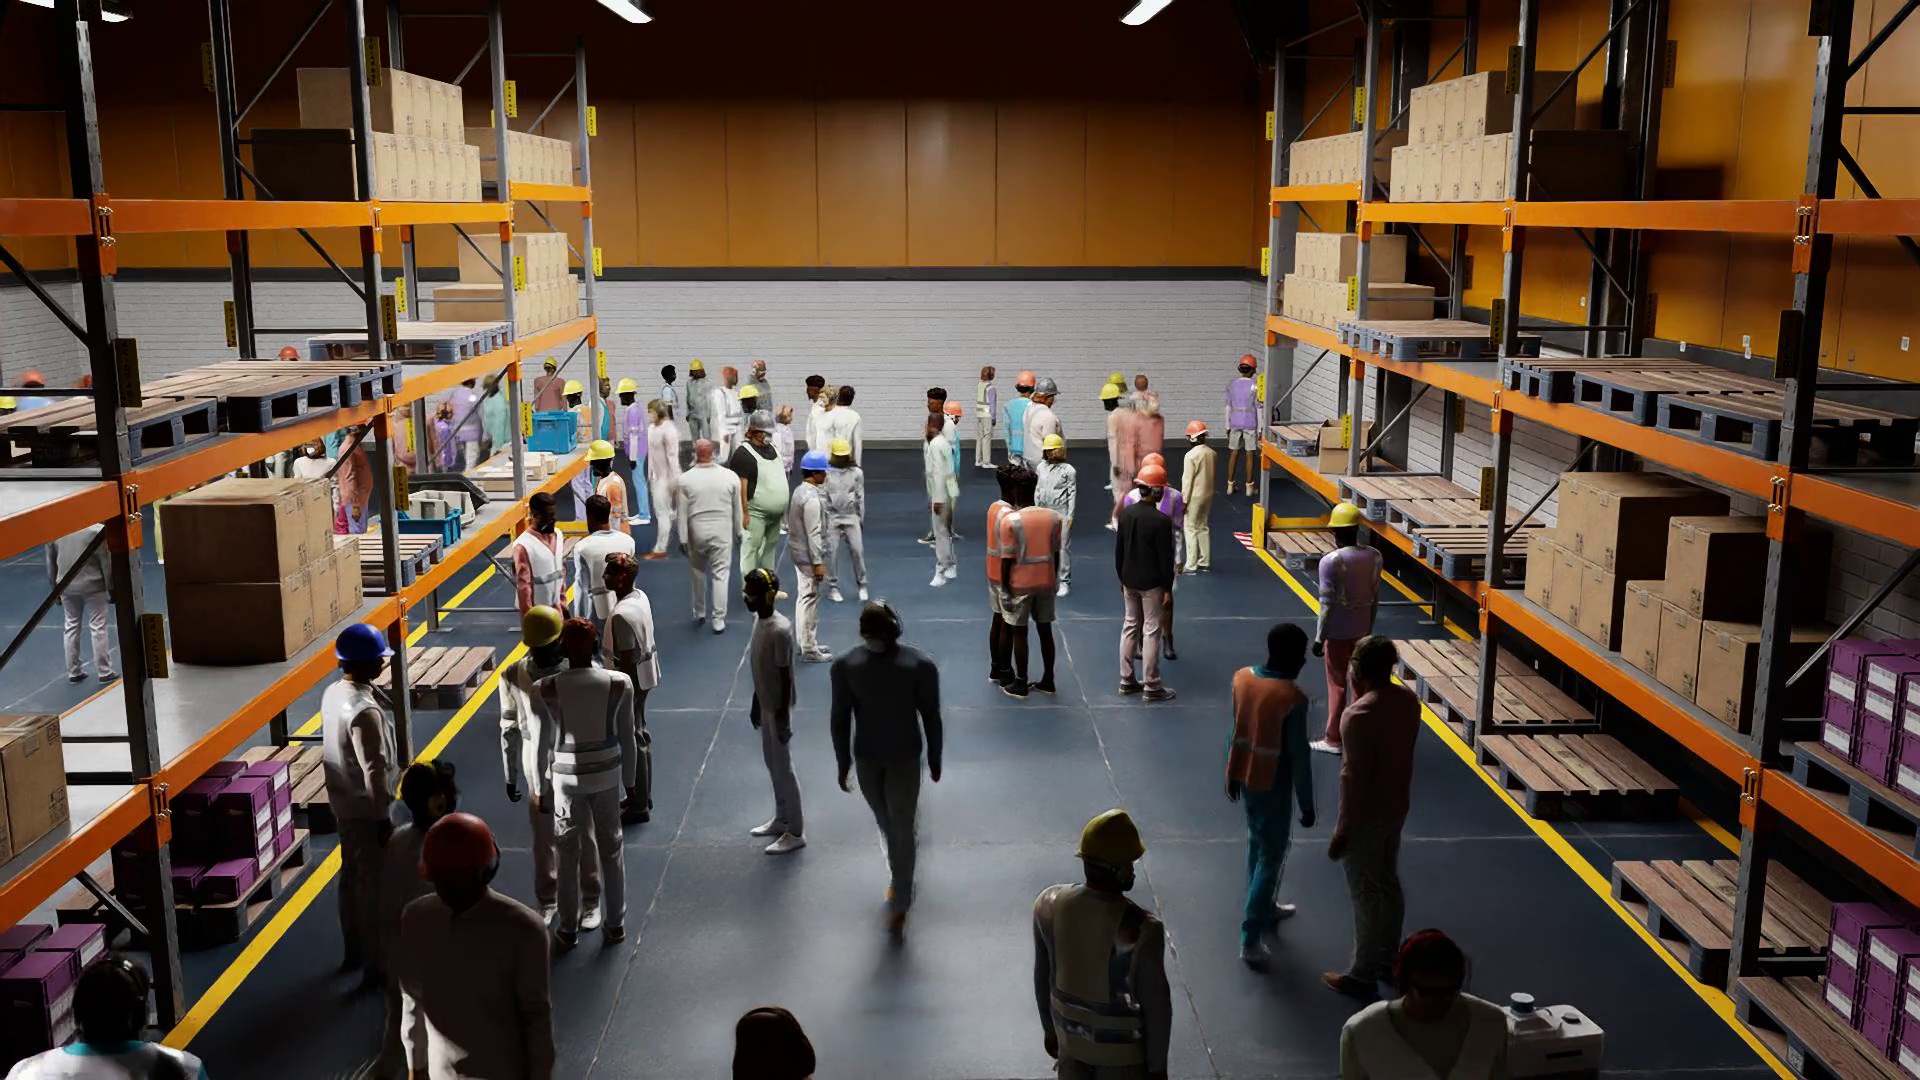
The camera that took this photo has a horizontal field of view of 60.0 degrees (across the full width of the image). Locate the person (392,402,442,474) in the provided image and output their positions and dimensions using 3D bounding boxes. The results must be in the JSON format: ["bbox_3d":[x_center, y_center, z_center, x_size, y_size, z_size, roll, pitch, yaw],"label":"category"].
[{"bbox_3d":[-6.781,-0.900,20.582,0.659,1.870,0.746,-2,11,-10],"label":"person"}]

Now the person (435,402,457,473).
[{"bbox_3d":[-6.671,-0.981,21.585,0.319,1.631,0.524,-5,12,-25],"label":"person"}]

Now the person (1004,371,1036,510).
[{"bbox_3d":[0.850,-1.155,21.402,0.615,2.047,0.357,10,15,42],"label":"person"}]

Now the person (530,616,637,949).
[{"bbox_3d":[-2.086,1.351,9.275,0.576,1.880,0.351,-4,12,-18],"label":"person"}]

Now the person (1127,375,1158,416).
[{"bbox_3d":[2.713,-1.661,24.976,0.523,1.637,0.306,-2,11,-8],"label":"person"}]

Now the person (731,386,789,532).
[{"bbox_3d":[-2.654,-1.018,21.157,0.994,1.867,0.607,-3,12,-14],"label":"person"}]

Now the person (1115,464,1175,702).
[{"bbox_3d":[1.576,0.354,13.978,0.400,1.989,0.623,-9,14,-37],"label":"person"}]

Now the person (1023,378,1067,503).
[{"bbox_3d":[1.074,-1.019,20.740,0.535,2.000,0.681,-5,12,-22],"label":"person"}]

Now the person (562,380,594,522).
[{"bbox_3d":[-4.928,-1.102,21.489,0.399,1.913,0.591,2,11,11],"label":"person"}]

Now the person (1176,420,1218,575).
[{"bbox_3d":[2.672,-0.484,18.825,0.351,1.738,0.574,9,15,39],"label":"person"}]

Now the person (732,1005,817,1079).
[{"bbox_3d":[-0.591,2.256,5.341,0.286,1.635,0.497,1,11,7],"label":"person"}]

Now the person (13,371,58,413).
[{"bbox_3d":[-12.127,-1.222,21.906,0.627,1.994,1.045,-5,12,-25],"label":"person"}]

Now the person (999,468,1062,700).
[{"bbox_3d":[0.577,0.367,14.030,0.602,1.951,0.407,-6,13,-28],"label":"person"}]

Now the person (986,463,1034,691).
[{"bbox_3d":[0.417,0.310,14.262,0.367,1.966,0.605,-3,12,-15],"label":"person"}]

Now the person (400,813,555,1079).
[{"bbox_3d":[-1.773,1.934,6.088,0.613,1.984,0.409,4,12,17],"label":"person"}]

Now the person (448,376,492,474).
[{"bbox_3d":[-6.765,-1.468,23.283,0.621,1.913,0.856,6,13,27],"label":"person"}]

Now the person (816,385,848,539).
[{"bbox_3d":[-1.619,-0.961,20.707,0.372,1.940,0.631,-7,13,-32],"label":"person"}]

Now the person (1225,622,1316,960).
[{"bbox_3d":[1.724,1.356,9.292,0.675,1.881,0.649,-6,13,-29],"label":"person"}]

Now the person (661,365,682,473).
[{"bbox_3d":[-4.522,-1.881,25.934,0.318,1.697,0.534,-3,12,-13],"label":"person"}]

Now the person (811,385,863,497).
[{"bbox_3d":[-1.583,-1.014,21.149,0.660,1.870,0.638,2,11,10],"label":"person"}]

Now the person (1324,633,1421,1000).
[{"bbox_3d":[2.150,1.437,8.705,0.375,1.932,0.641,10,15,41],"label":"person"}]

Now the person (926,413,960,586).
[{"bbox_3d":[-0.193,-0.451,18.341,0.376,1.875,0.690,1,11,3],"label":"person"}]

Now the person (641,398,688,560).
[{"bbox_3d":[-3.456,-0.728,19.616,0.711,1.921,0.641,-7,13,-30],"label":"person"}]

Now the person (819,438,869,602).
[{"bbox_3d":[-1.226,-0.208,17.471,0.504,1.731,0.380,-2,11,-10],"label":"person"}]

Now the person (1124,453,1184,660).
[{"bbox_3d":[1.761,0.152,15.181,0.548,1.923,0.390,0,11,0],"label":"person"}]

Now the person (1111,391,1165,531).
[{"bbox_3d":[2.280,-0.970,20.968,0.648,1.863,0.960,-8,14,-34],"label":"person"}]

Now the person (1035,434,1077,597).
[{"bbox_3d":[0.995,-0.265,17.711,0.492,1.742,0.319,8,14,34],"label":"person"}]

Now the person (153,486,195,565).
[{"bbox_3d":[-9.174,-0.666,19.285,0.586,1.920,0.397,-3,12,-15],"label":"person"}]

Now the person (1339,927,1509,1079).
[{"bbox_3d":[1.534,2.132,5.520,0.574,1.818,0.478,-2,12,-12],"label":"person"}]

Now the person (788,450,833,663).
[{"bbox_3d":[-1.351,0.148,15.154,0.419,1.939,0.607,-3,12,-15],"label":"person"}]

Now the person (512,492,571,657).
[{"bbox_3d":[-3.322,0.554,13.206,0.390,1.905,0.598,3,12,17],"label":"person"}]
